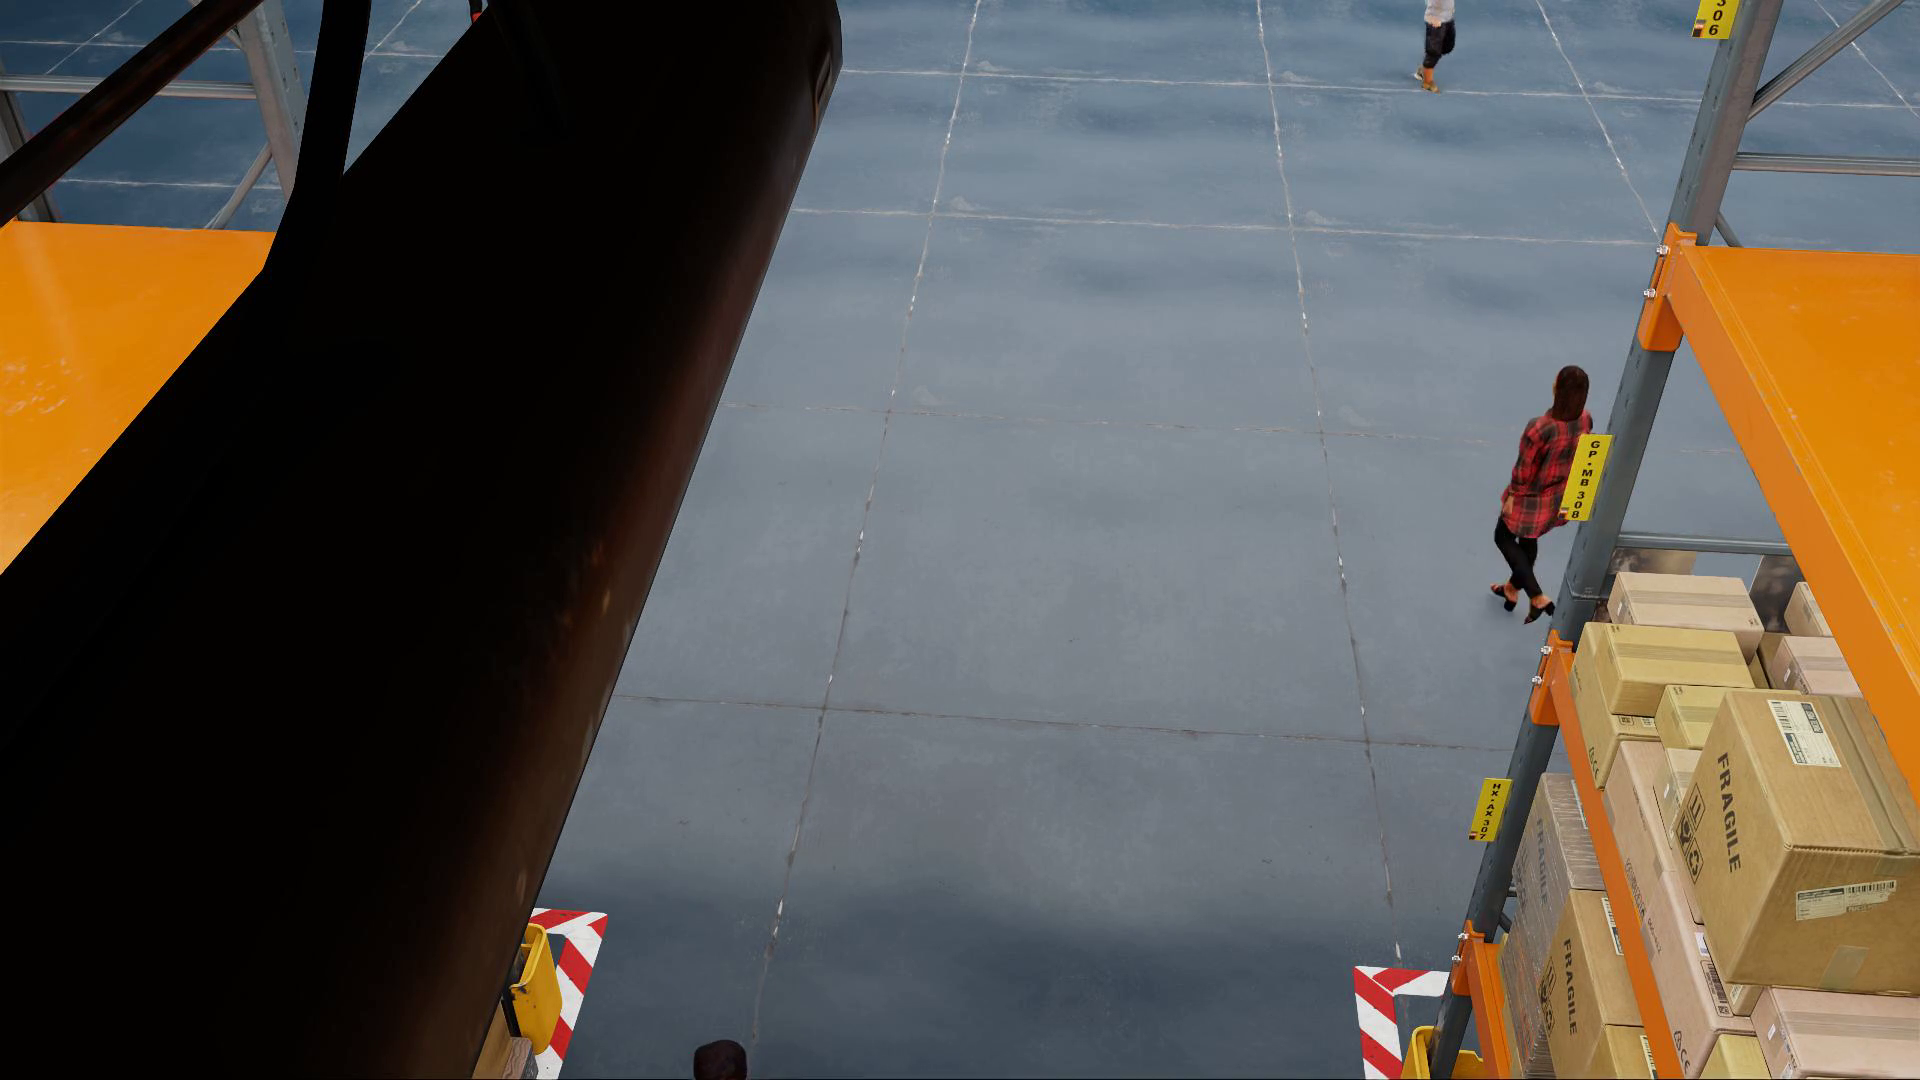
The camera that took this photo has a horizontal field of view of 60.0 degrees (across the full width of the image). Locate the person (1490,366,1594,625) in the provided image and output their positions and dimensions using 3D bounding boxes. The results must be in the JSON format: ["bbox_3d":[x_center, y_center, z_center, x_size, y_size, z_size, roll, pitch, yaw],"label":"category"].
[{"bbox_3d":[3.305,-0.201,9.382,0.813,1.691,0.917,-15,40,-18],"label":"person"}]

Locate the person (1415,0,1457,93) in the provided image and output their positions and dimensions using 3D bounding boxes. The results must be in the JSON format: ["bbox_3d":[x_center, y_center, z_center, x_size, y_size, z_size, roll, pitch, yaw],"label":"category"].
[{"bbox_3d":[4.508,-5.015,15.729,0.804,1.451,0.726,27,46,30],"label":"person"}]
